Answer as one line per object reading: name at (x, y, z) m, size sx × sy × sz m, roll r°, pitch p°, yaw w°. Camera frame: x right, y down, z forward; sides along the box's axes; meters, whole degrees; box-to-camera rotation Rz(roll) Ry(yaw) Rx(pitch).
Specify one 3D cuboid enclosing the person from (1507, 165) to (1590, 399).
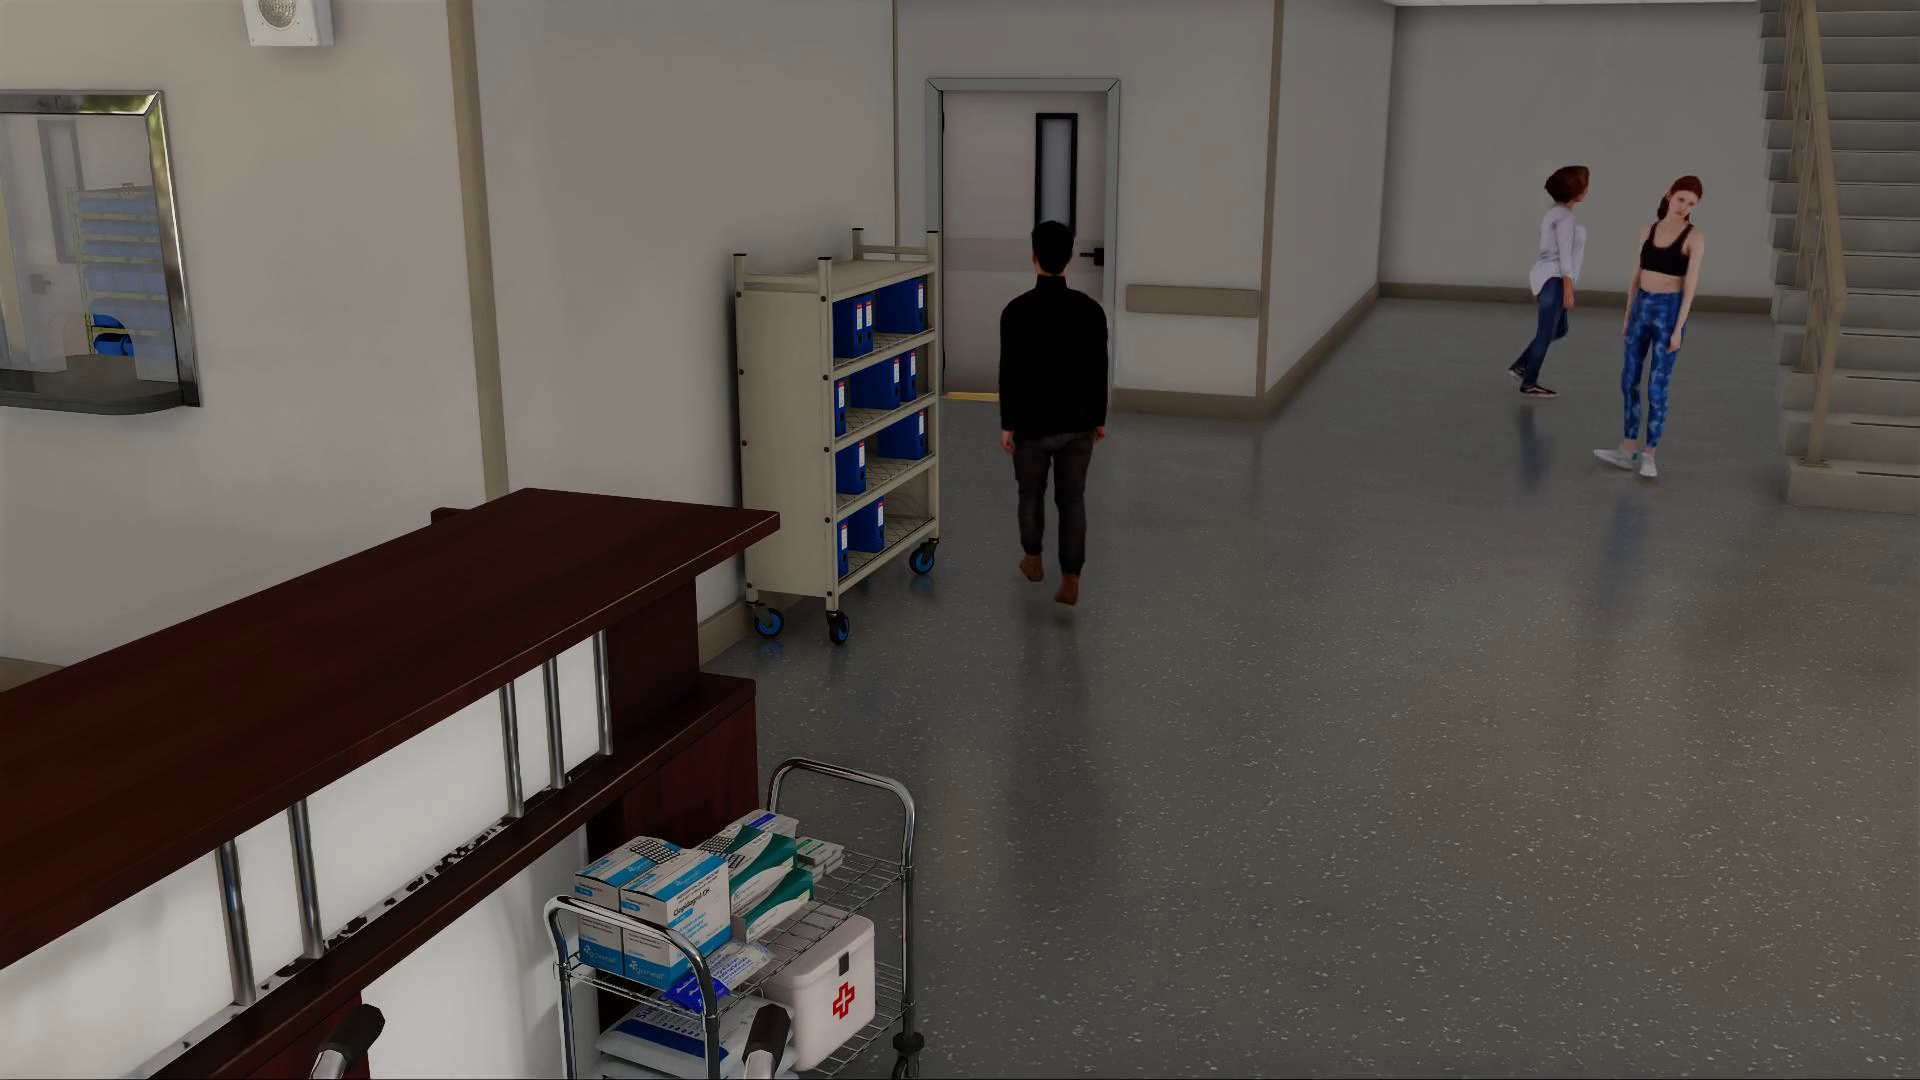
person at (4.234, -1.886, 12.216) m, size 0.715 × 1.685 × 0.624 m, roll 4°, pitch 16°, yaw 15°

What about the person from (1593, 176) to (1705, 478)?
person at (4.061, -1.238, 9.771) m, size 0.827 × 1.766 × 0.795 m, roll -5°, pitch 17°, yaw -18°

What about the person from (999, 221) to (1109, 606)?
person at (0.433, -0.516, 7.356) m, size 0.936 × 1.687 × 1.171 m, roll -1°, pitch 16°, yaw -5°
